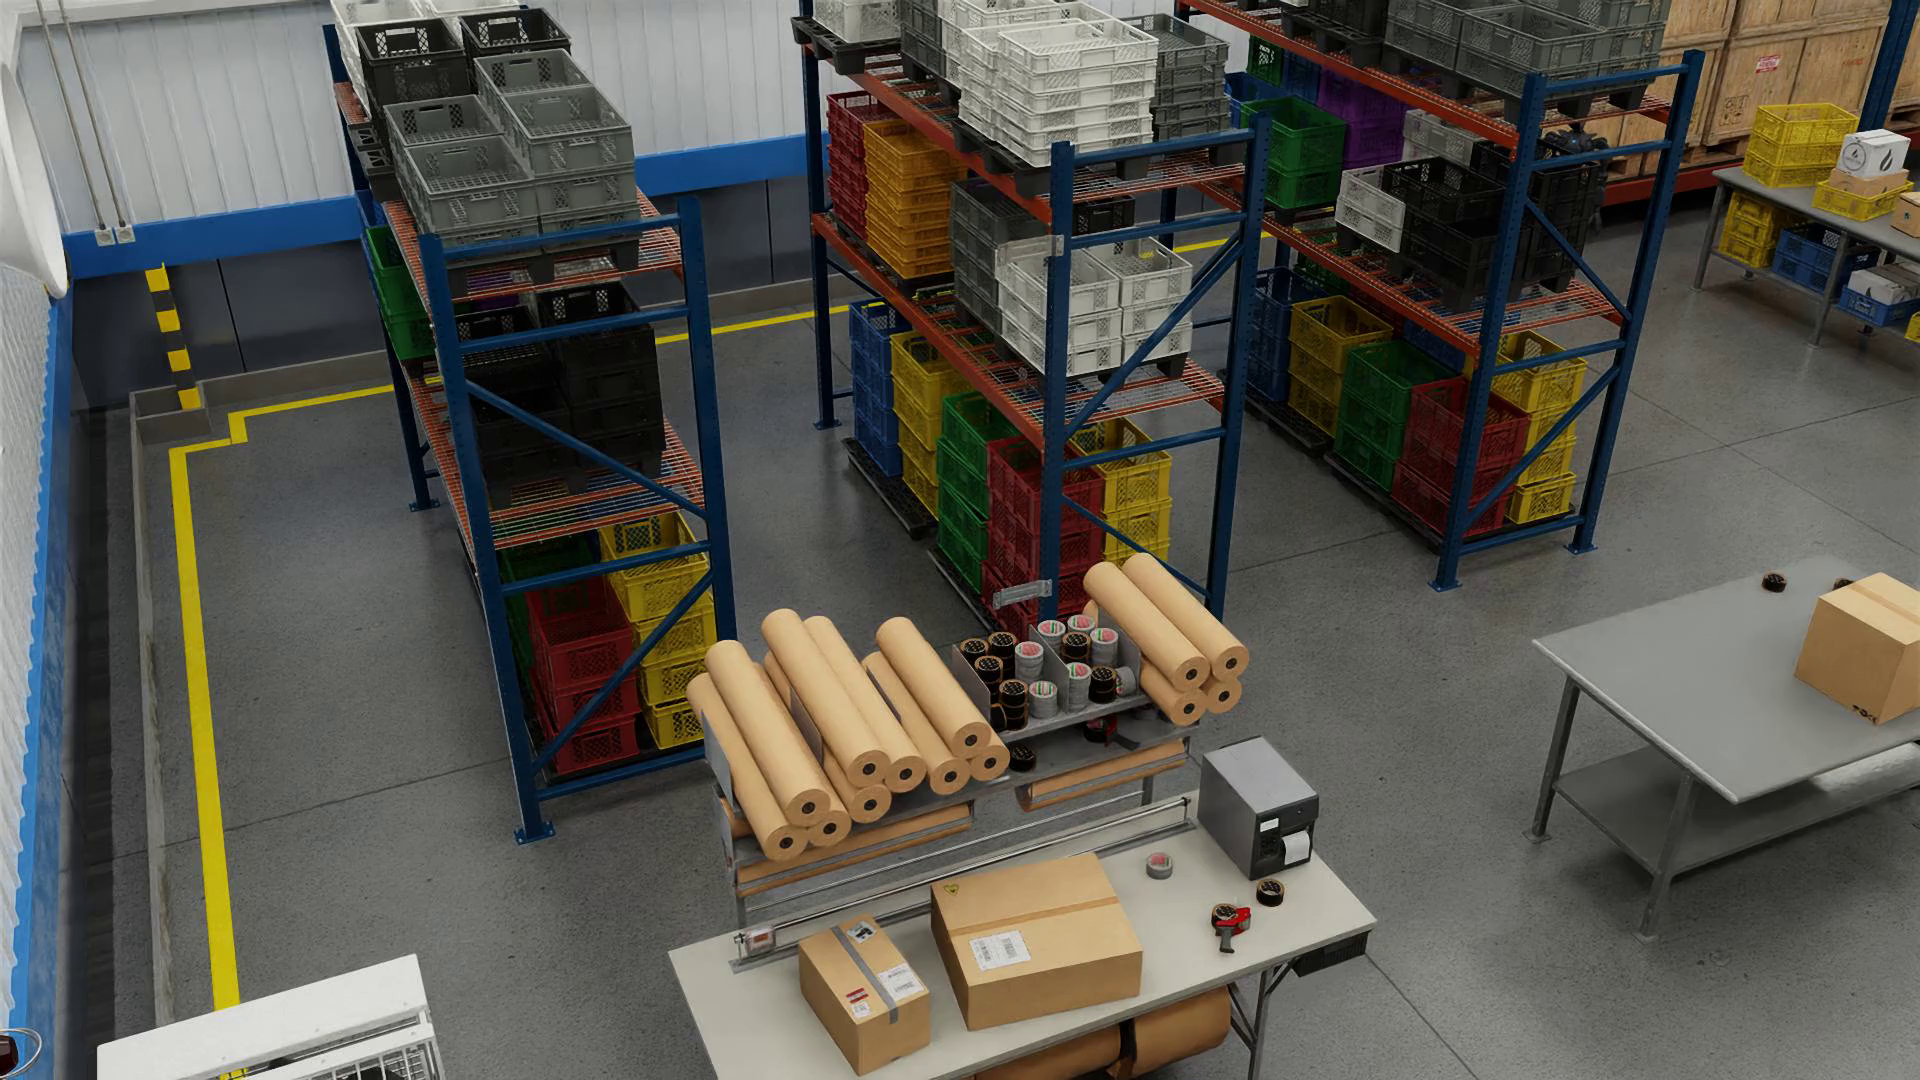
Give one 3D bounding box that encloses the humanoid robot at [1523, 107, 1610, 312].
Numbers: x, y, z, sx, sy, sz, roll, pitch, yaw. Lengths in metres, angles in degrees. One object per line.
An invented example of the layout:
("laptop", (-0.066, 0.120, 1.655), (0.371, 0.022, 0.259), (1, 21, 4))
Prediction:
("humanoid robot", (4.670, -2.583, 12.824), (0.593, 1.649, 0.327), (16, 35, 24))
